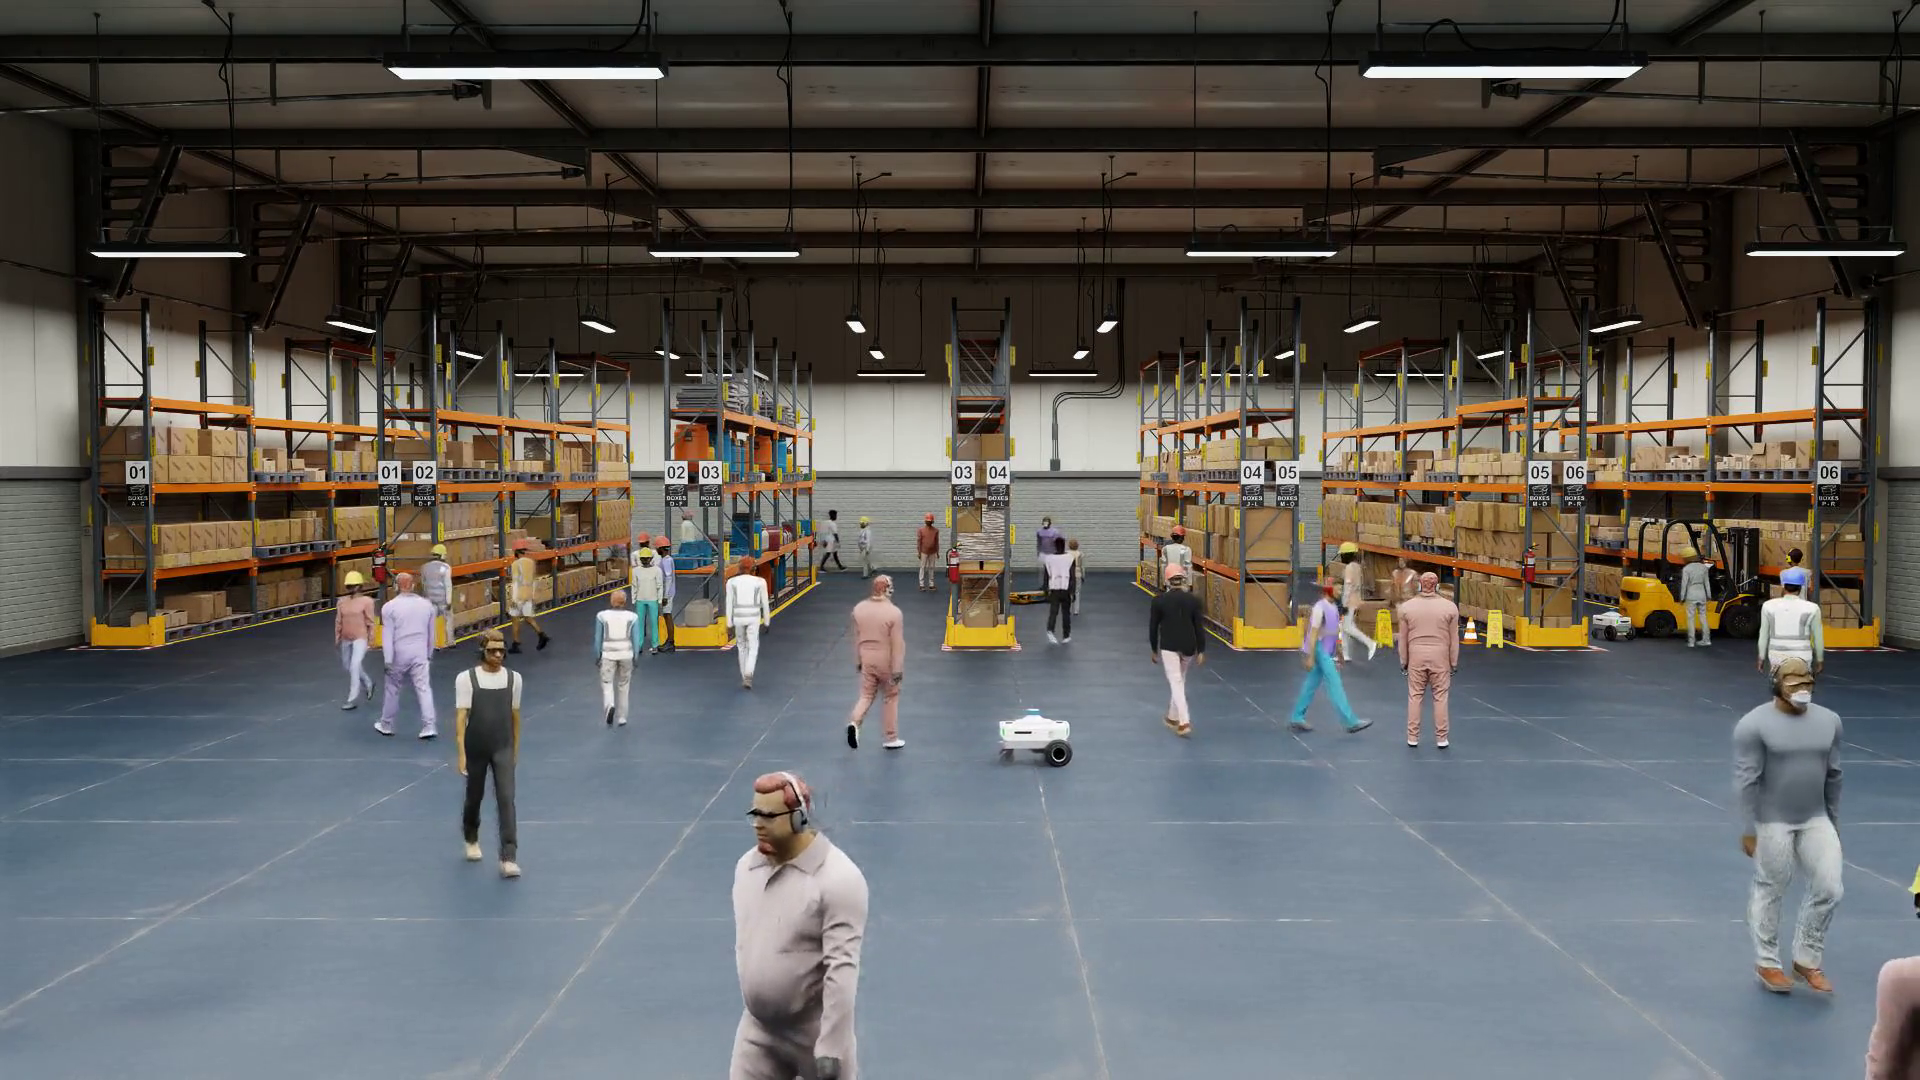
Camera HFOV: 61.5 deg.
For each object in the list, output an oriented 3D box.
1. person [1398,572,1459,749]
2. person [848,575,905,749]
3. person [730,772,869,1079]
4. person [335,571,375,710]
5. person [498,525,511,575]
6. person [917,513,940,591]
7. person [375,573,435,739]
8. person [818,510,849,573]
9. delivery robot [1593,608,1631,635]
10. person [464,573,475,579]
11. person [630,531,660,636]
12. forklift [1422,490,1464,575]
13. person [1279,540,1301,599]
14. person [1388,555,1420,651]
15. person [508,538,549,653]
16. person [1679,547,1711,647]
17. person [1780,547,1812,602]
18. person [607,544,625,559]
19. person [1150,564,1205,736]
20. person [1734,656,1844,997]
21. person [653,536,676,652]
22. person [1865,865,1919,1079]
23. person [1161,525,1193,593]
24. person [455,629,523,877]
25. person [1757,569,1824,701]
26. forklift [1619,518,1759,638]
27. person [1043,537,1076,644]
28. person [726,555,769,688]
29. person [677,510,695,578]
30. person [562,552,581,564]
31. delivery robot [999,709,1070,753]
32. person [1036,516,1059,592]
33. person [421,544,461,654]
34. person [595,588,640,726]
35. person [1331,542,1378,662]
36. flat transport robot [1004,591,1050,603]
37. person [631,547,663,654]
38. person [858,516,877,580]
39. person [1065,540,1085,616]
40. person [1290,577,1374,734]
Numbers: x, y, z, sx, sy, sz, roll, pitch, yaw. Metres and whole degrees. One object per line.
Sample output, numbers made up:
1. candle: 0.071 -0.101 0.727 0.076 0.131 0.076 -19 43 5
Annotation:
1. person: 5.097 1.298 17.555 0.636 1.899 0.400 1 2 23
2. person: -0.875 1.310 17.233 0.652 1.888 0.725 1 3 29
3. person: -0.616 1.779 5.933 0.651 1.858 0.987 2 3 34
4. person: -7.652 1.248 20.513 0.531 1.742 0.729 1 2 15
5. person: -11.197 0.450 39.818 0.599 1.816 0.496 0 2 1
6. person: -0.803 0.311 41.243 0.608 1.986 0.391 -1 3 -25
7. person: -6.215 1.296 18.152 1.013 1.851 0.673 2 3 43
8. person: -3.854 0.045 48.884 1.025 1.909 0.625 -1 3 -25
9. delivery robot: 11.747 1.473 29.102 0.477 0.478 0.707 -1 2 -16
10. person: -12.192 0.406 39.860 0.628 1.899 0.906 0 2 -3
11. person: -5.787 0.798 29.739 0.547 1.926 0.505 0 2 3
12. forklift: 13.926 -0.371 47.846 1.873 2.768 1.129 0 2 0
13. person: 7.840 0.444 38.618 0.622 1.925 0.653 0 2 -9
14. person: 7.407 1.055 26.920 0.406 1.627 0.523 -2 3 -37
15. person: -7.206 0.927 26.768 0.677 1.913 0.548 1 3 26
16. person: 12.672 0.980 27.832 0.614 1.705 0.411 0 2 -9
17. person: 12.465 1.047 24.138 0.521 1.873 0.335 0 2 -5
18. person: -9.664 0.155 45.184 1.057 1.988 0.616 1 2 23
19. person: 2.505 1.243 18.487 0.593 1.943 0.991 -1 2 -14
20. person: 4.721 1.619 9.120 0.651 1.916 0.600 0 2 -2
21. person: -4.947 0.901 27.021 0.373 1.932 0.549 0 2 -9
22. person: 3.173 1.866 5.090 0.521 1.742 0.763 0 2 -12
23. person: 3.971 0.753 29.393 0.615 2.043 0.373 2 3 34
24. person: -3.546 1.561 12.122 0.517 1.807 0.955 -1 3 -27
25. person: 9.124 1.285 17.706 0.642 1.942 0.602 2 3 41
26. forklift: 13.417 0.684 29.791 2.313 2.155 1.214 0 2 0
27. person: 1.722 0.883 28.354 0.597 1.879 0.890 1 2 17
28. person: -2.945 1.128 22.365 0.582 1.856 0.866 0 2 -2
29. person: -7.887 0.113 46.358 0.616 1.968 0.649 1 2 18
30. person: -10.586 0.276 43.997 0.565 1.836 0.647 0 2 -5
31. delivery robot: 0.757 1.973 16.520 0.707 0.478 0.477 0 2 -2
32. person: 2.179 0.365 40.790 0.641 1.925 0.636 1 2 23
33. person: -8.588 0.971 26.785 0.612 1.804 0.725 1 2 17
34. person: -4.000 1.377 18.874 0.526 1.622 0.512 -1 2 -13
35. person: 6.205 0.978 25.429 0.671 1.909 0.611 1 2 18
36. flat transport robot: 1.689 1.320 37.632 1.431 0.197 0.652 -2 3 -44
37. person: -5.162 1.001 26.619 0.530 1.765 0.326 0 2 5
38. person: -2.631 0.228 45.498 0.499 1.818 0.599 -1 2 -21
39. person: 2.371 0.798 34.021 0.540 1.588 0.626 0 2 3
40. person: 4.223 1.317 18.466 0.983 1.777 0.575 1 2 24
